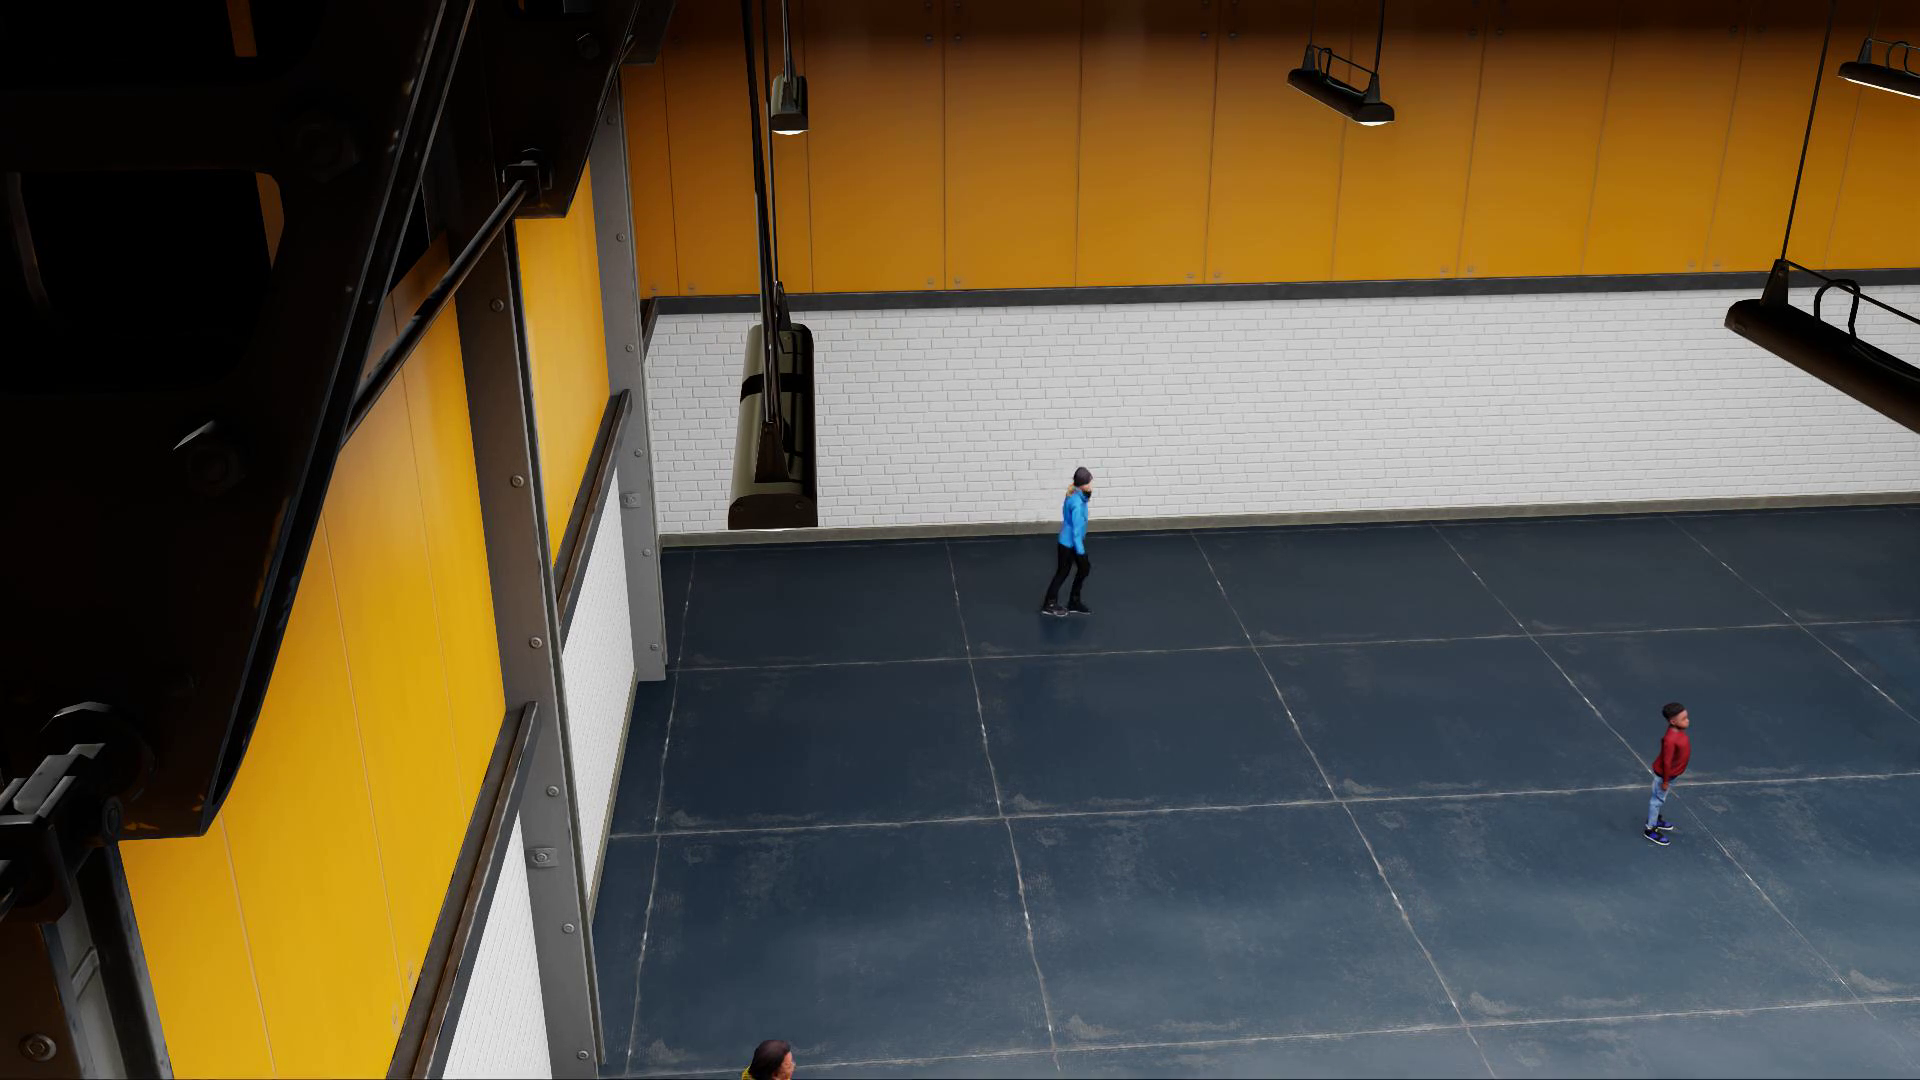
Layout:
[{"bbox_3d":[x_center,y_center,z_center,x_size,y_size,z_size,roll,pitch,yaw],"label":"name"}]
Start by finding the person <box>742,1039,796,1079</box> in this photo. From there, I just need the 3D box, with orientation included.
[{"bbox_3d":[-1.212,3.636,9.718,0.971,1.613,1.155,-7,25,-15],"label":"person"}]

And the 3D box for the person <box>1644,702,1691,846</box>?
[{"bbox_3d":[5.965,1.936,14.053,0.647,1.256,0.567,13,27,27],"label":"person"}]

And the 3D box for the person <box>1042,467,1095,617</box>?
[{"bbox_3d":[1.120,0.034,17.772,0.841,1.762,0.827,3,24,7],"label":"person"}]
